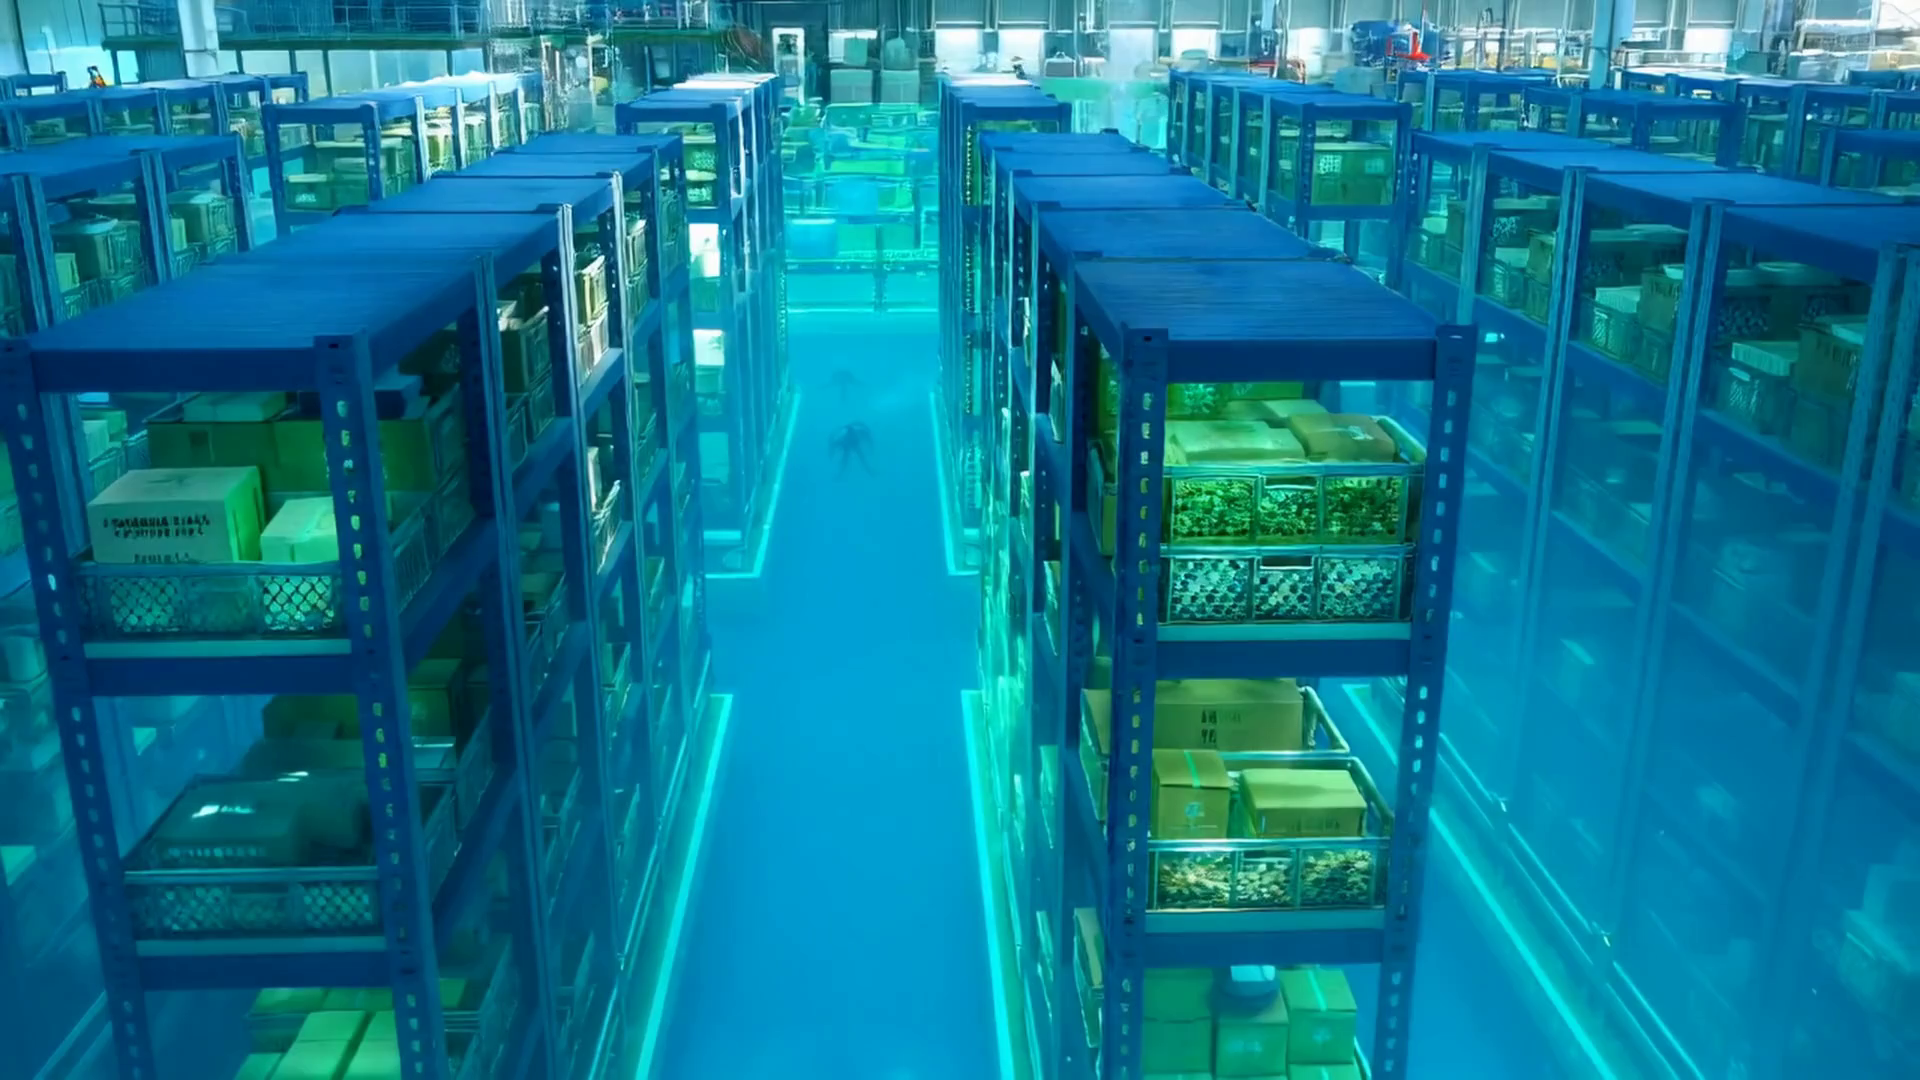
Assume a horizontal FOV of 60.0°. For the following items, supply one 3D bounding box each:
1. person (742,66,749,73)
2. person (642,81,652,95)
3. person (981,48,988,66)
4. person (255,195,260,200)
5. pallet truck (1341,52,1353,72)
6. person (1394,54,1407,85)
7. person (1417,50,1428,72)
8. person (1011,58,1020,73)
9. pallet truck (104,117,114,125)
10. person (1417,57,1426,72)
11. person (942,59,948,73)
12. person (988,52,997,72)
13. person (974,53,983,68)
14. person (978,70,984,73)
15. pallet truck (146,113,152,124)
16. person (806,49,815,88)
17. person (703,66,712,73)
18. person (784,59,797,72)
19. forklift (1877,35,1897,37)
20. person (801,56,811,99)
[{"bbox_3d":[-8.441,-17.788,65.871,0.584,1.900,0.606,5,18,14],"label":"person"},{"bbox_3d":[-10.218,-14.192,54.856,0.980,1.829,0.600,0,18,1],"label":"person"},{"bbox_3d":[1.300,-26.410,92.576,0.961,1.904,0.555,4,18,13],"label":"person"},{"bbox_3d":[-8.743,-3.364,21.089,0.612,1.997,0.376,8,20,23],"label":"person"},{"bbox_3d":[18.794,-23.123,82.231,0.823,1.965,1.885,-13,22,-35],"label":"pallet truck"},{"bbox_3d":[22.411,-23.749,84.443,0.625,1.827,0.747,-2,18,-7],"label":"person"},{"bbox_3d":[23.781,-24.195,85.551,0.612,1.995,0.393,-8,20,-24],"label":"person"},{"bbox_3d":[2.433,-19.984,72.485,0.418,2.016,0.654,3,18,10],"label":"person"},{"bbox_3d":[-18.367,-7.885,35.078,1.885,1.965,0.823,1,18,2],"label":"pallet truck"},{"bbox_3d":[21.785,-21.862,78.575,0.429,1.846,0.628,1,18,4],"label":"person"},{"bbox_3d":[-0.697,-20.926,75.633,0.327,1.874,0.520,3,18,8],"label":"person"},{"bbox_3d":[1.839,-26.669,93.748,0.543,1.638,0.913,-6,19,-19],"label":"person"},{"bbox_3d":[1.077,-25.158,88.954,0.547,1.717,0.877,-16,24,-41],"label":"person"},{"bbox_3d":[0.855,-16.410,61.613,0.930,1.896,0.569,12,22,33],"label":"person"},{"bbox_3d":[-18.087,-8.309,36.390,1.885,1.965,0.823,-1,18,-4],"label":"pallet truck"},{"bbox_3d":[-7.856,-24.630,86.898,0.611,1.995,0.375,4,18,12],"label":"person"},{"bbox_3d":[-9.918,-17.512,64.799,1.047,2.000,0.722,3,18,8],"label":"person"},{"bbox_3d":[-8.873,-24.688,87.198,0.643,1.922,0.632,-6,19,-18],"label":"person"},{"bbox_3d":[44.184,-22.804,79.830,1.129,2.768,1.873,-1,18,-2],"label":"forklift"},{"bbox_3d":[-7.163,-21.482,77.249,0.355,1.936,0.633,8,20,24],"label":"person"}]
